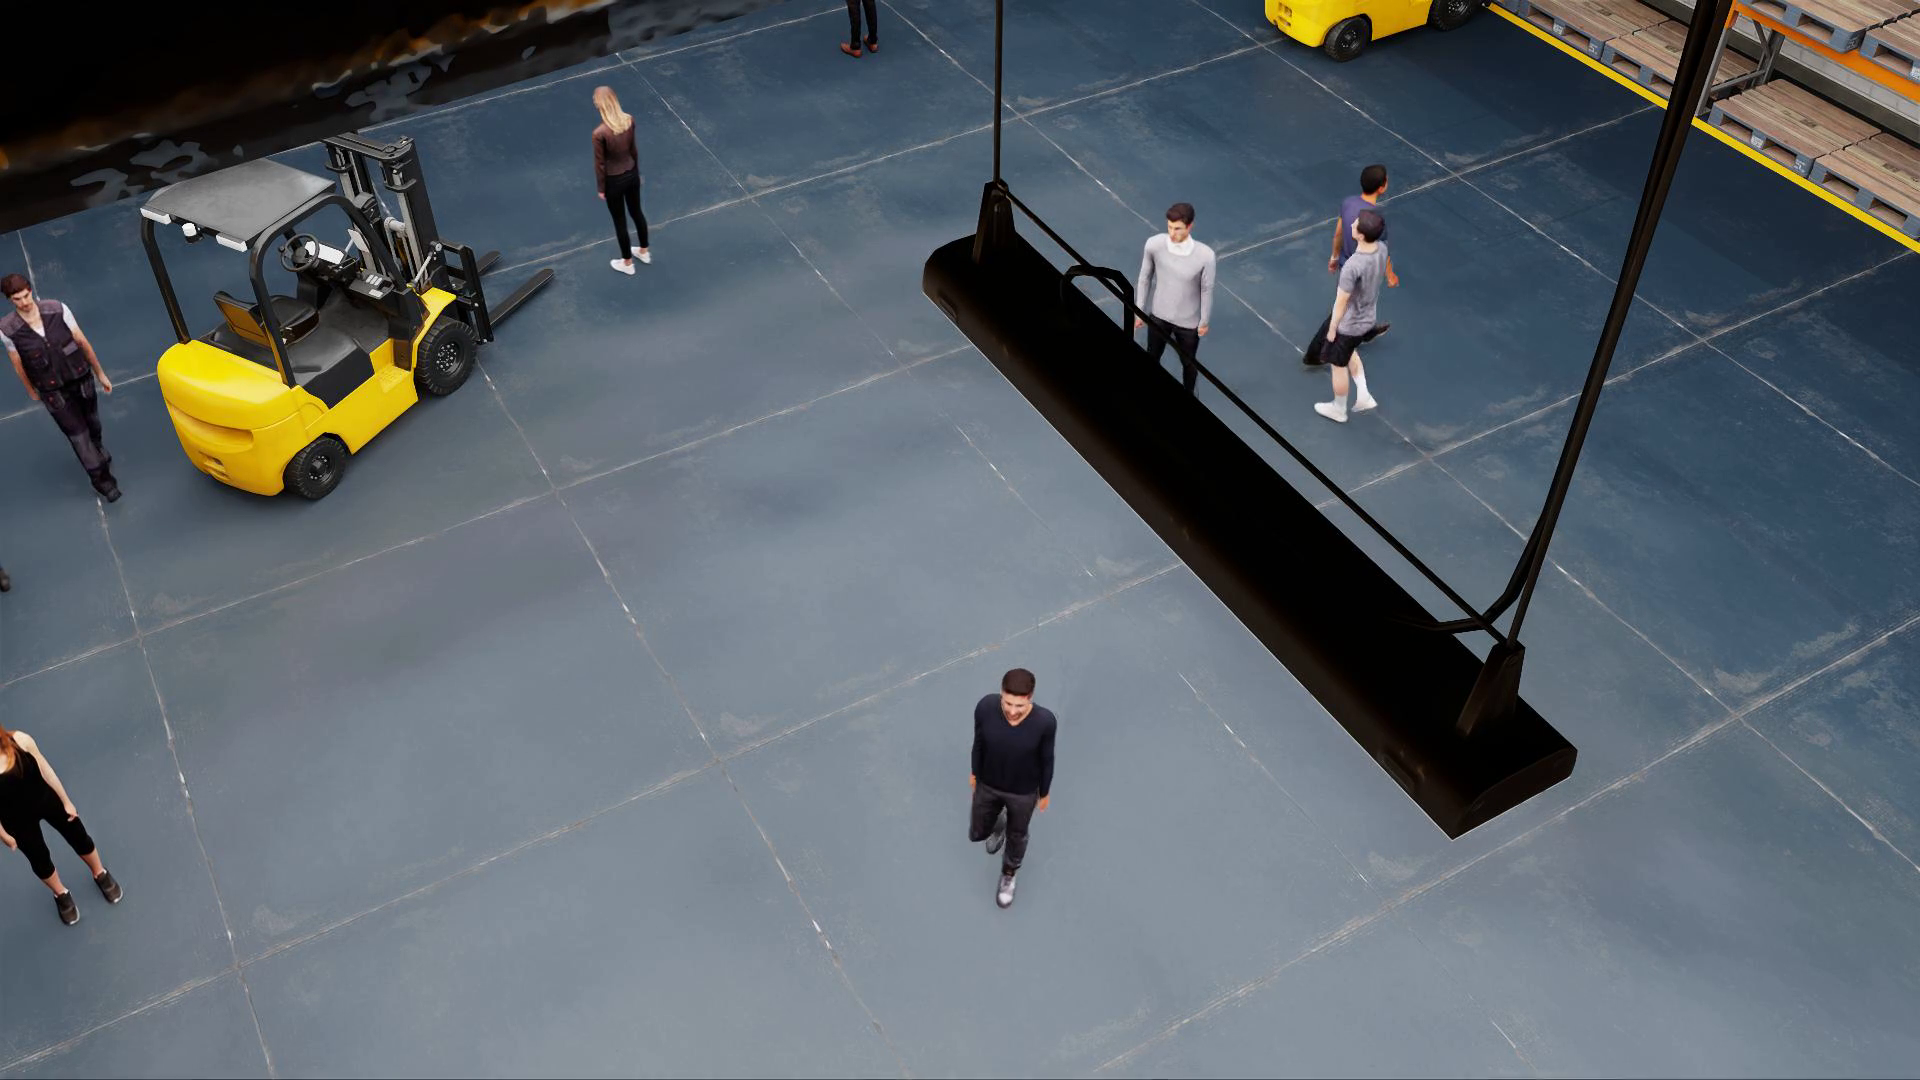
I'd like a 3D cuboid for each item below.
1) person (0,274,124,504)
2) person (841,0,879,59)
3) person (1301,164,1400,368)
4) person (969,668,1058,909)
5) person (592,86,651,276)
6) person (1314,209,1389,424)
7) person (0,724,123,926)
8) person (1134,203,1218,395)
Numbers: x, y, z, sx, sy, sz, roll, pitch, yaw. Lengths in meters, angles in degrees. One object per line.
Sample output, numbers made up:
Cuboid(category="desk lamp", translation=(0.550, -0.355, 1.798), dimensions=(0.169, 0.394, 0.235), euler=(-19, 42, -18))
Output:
Cuboid(category="person", translation=(-6.534, -1.195, 12.081), dimensions=(1.231, 1.805, 0.862), euler=(34, 53, 31))
Cuboid(category="person", translation=(-1.040, -5.840, 16.900), dimensions=(0.712, 1.884, 0.567), euler=(-26, 49, -25))
Cuboid(category="person", translation=(3.038, -2.082, 13.057), dimensions=(0.824, 1.743, 1.083), euler=(-15, 46, -16))
Cuboid(category="person", translation=(0.293, 1.306, 9.419), dimensions=(0.873, 1.856, 0.933), euler=(11, 45, 11))
Cuboid(category="person", translation=(-2.876, -3.050, 14.102), dimensions=(0.638, 1.703, 0.659), euler=(28, 50, 26))
Cuboid(category="person", translation=(3.036, -1.615, 12.483), dimensions=(0.777, 1.858, 0.865), euler=(-34, 53, -30))
Cuboid(category="person", translation=(-5.185, 1.501, 9.309), dimensions=(0.596, 1.724, 0.579), euler=(-32, 52, -29))
Cuboid(category="person", translation=(1.644, -1.741, 12.574), dimensions=(0.785, 1.914, 0.898), euler=(16, 46, 16))
